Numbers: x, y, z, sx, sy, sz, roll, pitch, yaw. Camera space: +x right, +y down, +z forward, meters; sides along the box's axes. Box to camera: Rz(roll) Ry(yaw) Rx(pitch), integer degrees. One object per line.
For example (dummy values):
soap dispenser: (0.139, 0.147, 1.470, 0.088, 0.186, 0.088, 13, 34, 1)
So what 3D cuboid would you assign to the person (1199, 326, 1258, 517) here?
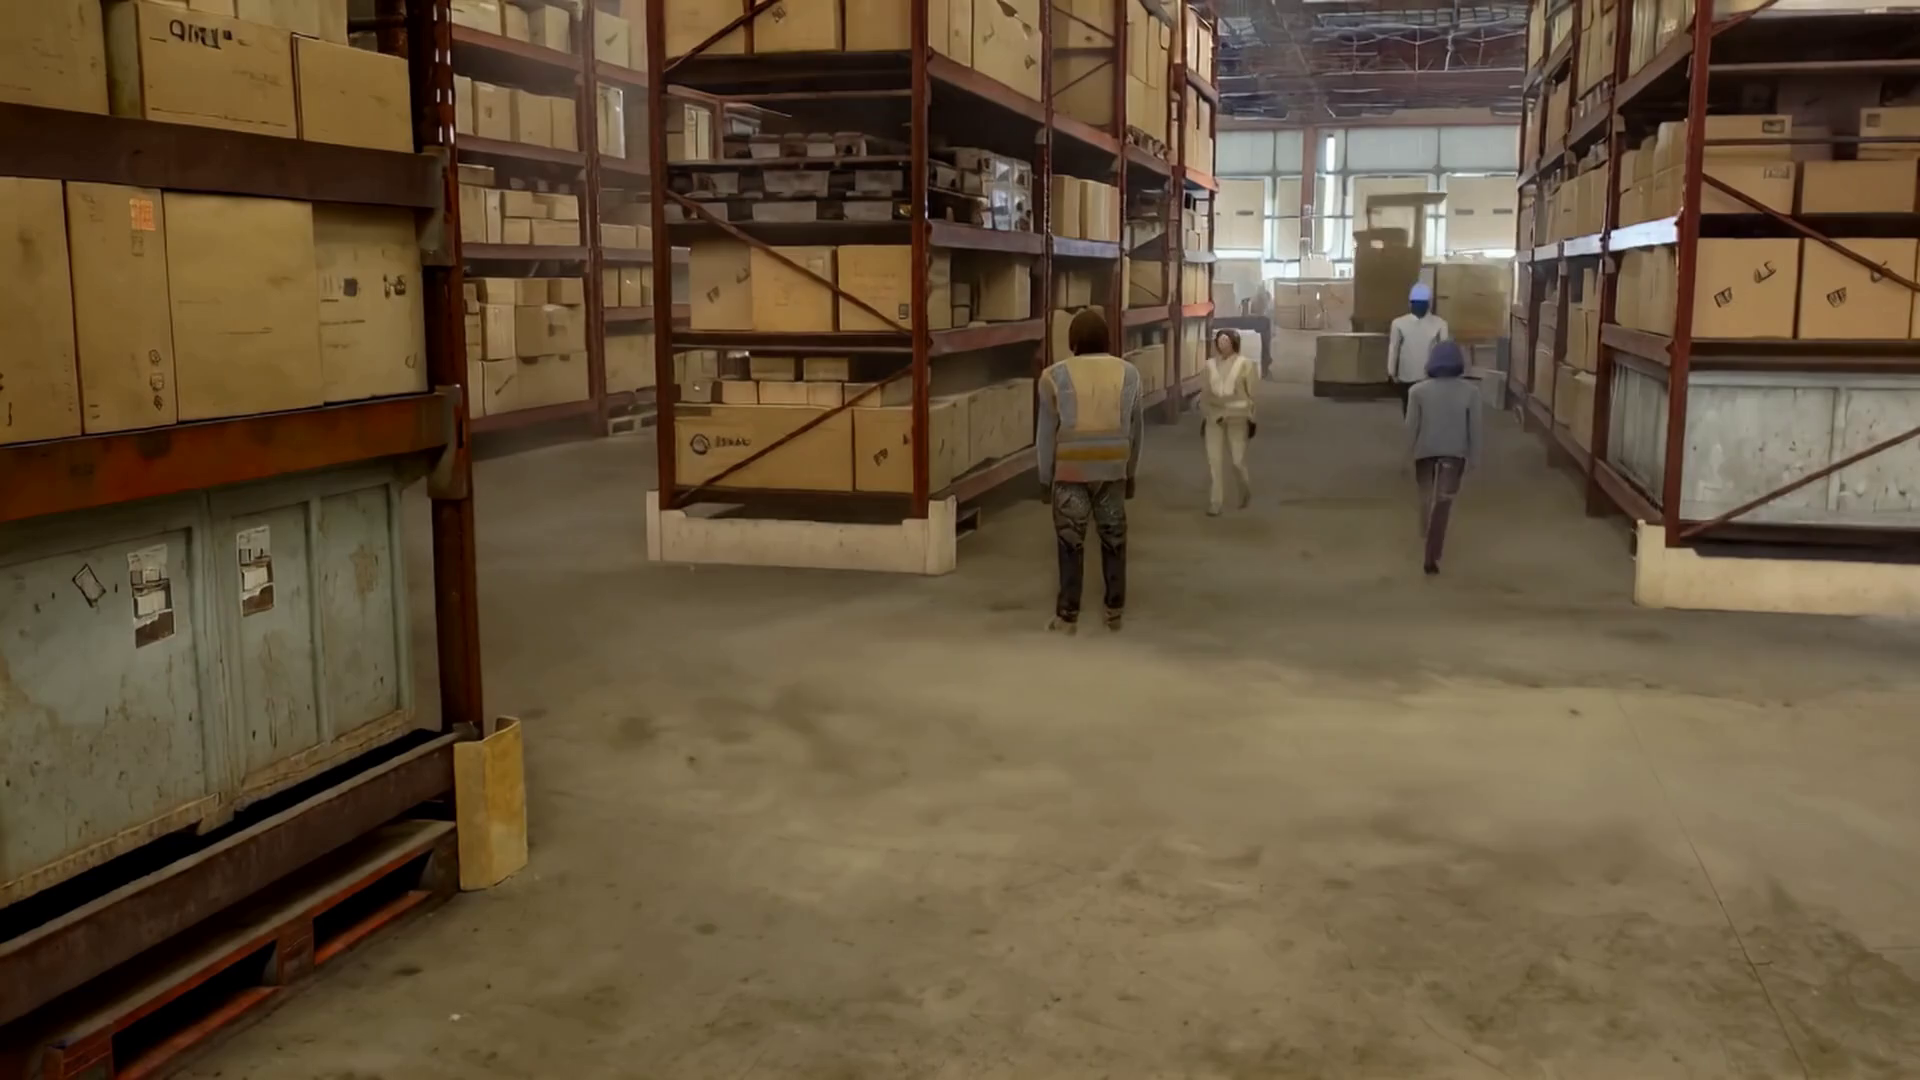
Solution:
person: (2.296, -1.014, 14.191, 0.526, 1.620, 0.554, 5, 10, 28)

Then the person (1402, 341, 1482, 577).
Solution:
person: (3.311, -0.566, 11.442, 0.496, 1.580, 0.862, 3, 10, 20)

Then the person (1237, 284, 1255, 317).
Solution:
person: (6.395, -4.655, 36.479, 0.802, 1.889, 0.614, 0, 9, -2)

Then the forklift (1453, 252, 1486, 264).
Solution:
forklift: (15.616, -7.466, 51.204, 1.129, 2.768, 1.873, -2, 9, -13)

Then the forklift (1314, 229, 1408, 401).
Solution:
forklift: (6.942, -3.767, 27.707, 1.873, 2.768, 1.129, -6, 11, -34)

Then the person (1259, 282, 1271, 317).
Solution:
person: (10.064, -7.448, 54.203, 0.911, 1.903, 0.655, -1, 9, -4)

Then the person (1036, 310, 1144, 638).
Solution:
person: (0.716, -0.366, 9.390, 0.623, 1.844, 0.429, -2, 9, -15)

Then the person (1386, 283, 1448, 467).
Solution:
person: (4.834, -1.727, 17.628, 0.641, 1.960, 0.823, 3, 9, 17)
